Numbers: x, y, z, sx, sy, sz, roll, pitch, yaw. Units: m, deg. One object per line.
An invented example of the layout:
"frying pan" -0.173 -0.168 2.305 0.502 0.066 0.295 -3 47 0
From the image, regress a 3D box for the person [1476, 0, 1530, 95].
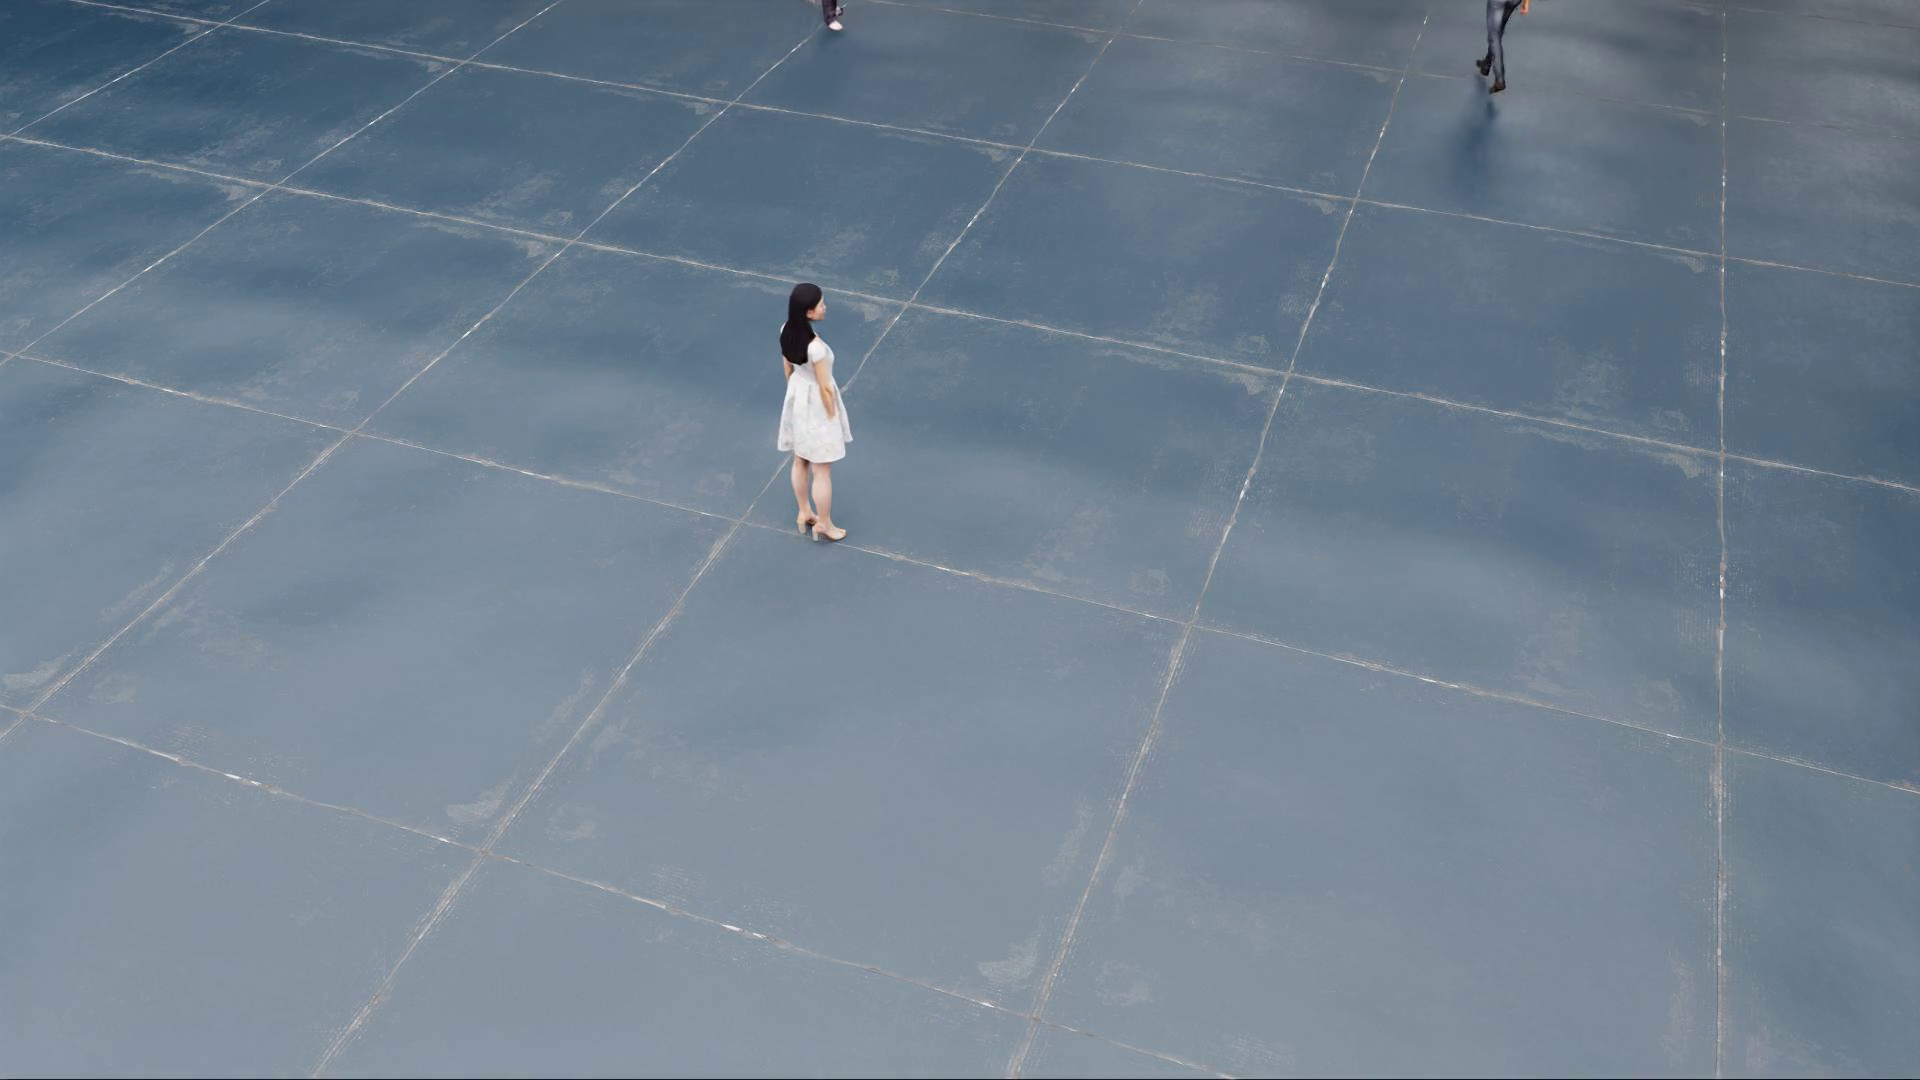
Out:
"person" 5.191 -5.105 15.769 0.992 1.744 1.238 -5 38 -6

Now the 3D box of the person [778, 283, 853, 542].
"person" -0.909 -0.764 10.195 0.804 1.775 0.770 -26 45 -29
